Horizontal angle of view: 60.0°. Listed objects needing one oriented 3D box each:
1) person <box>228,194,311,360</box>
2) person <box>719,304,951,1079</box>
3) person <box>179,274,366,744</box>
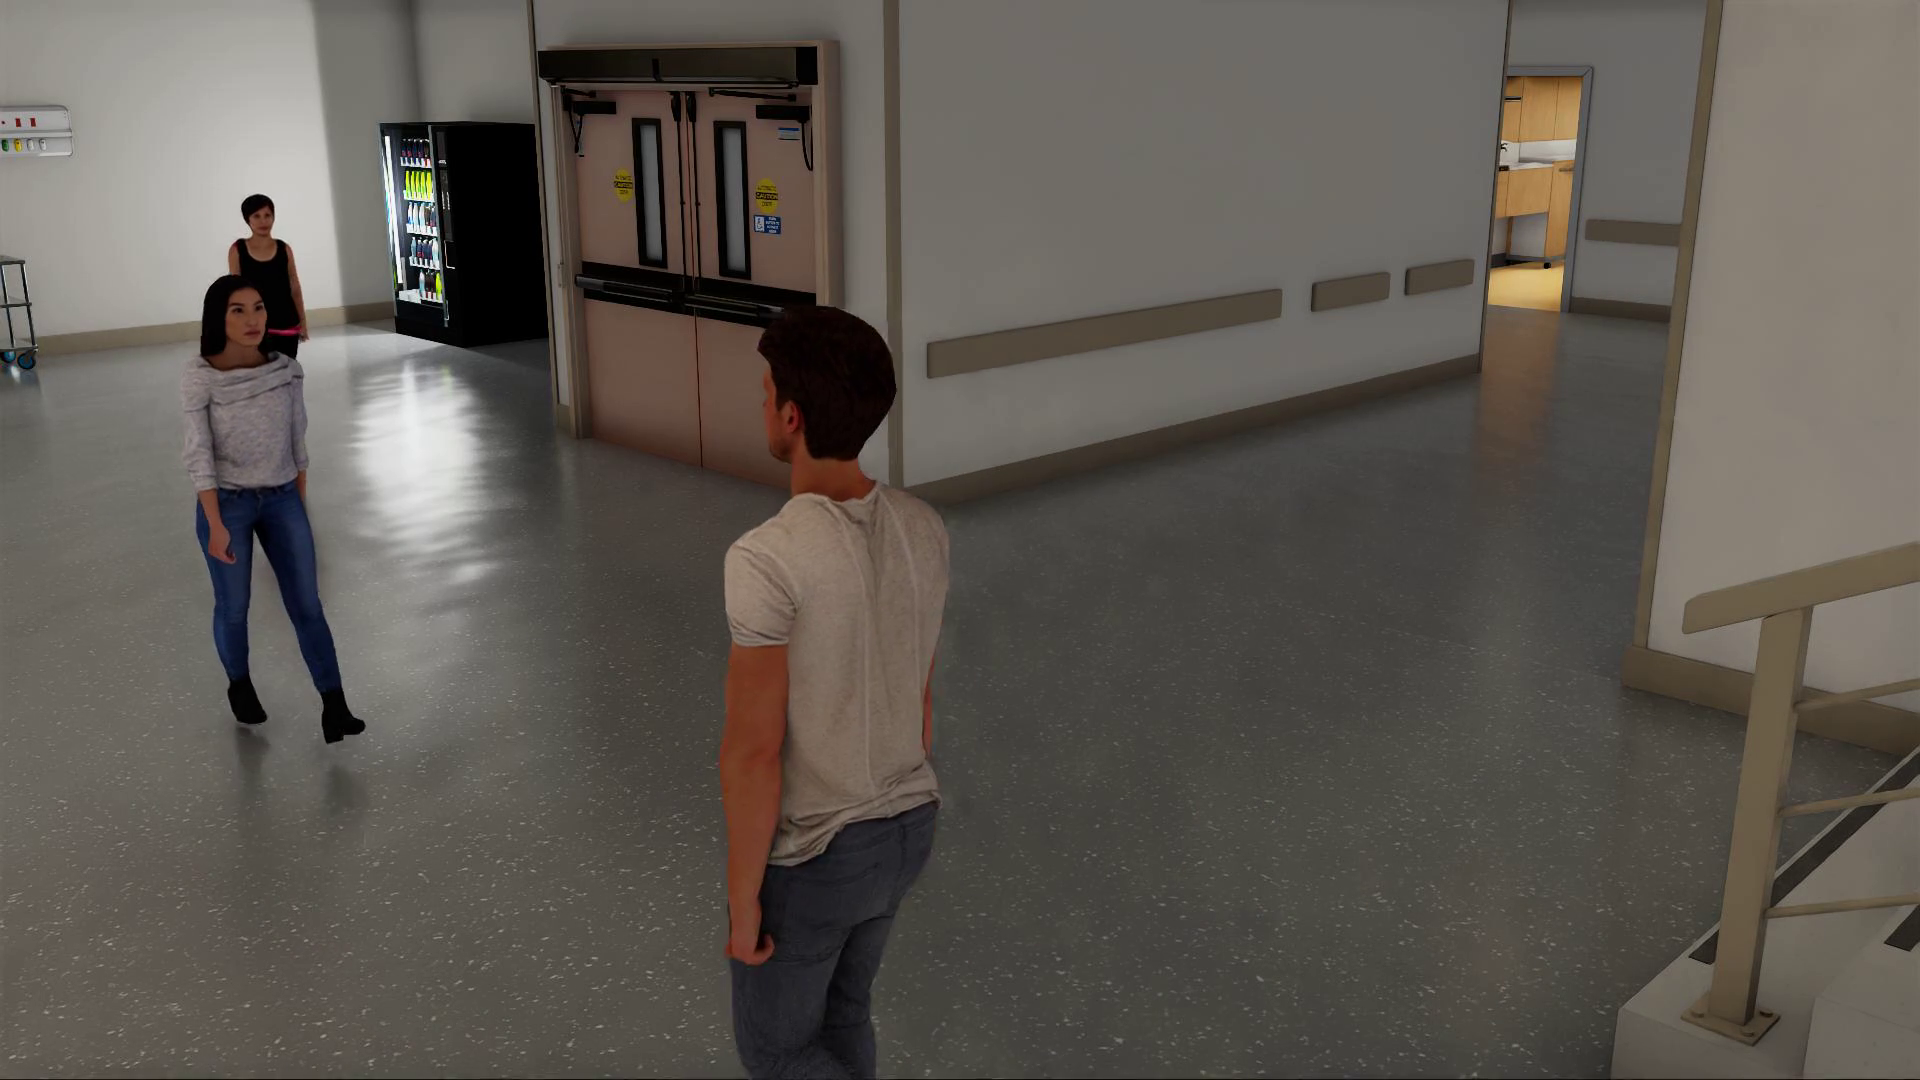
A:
[{"bbox_3d":[-4.302,-1.358,10.307,0.583,1.543,0.643,-12,20,-37],"label":"person"},{"bbox_3d":[-0.156,0.552,2.906,0.985,1.882,0.713,13,20,38],"label":"person"},{"bbox_3d":[-2.475,-0.084,5.699,0.600,1.591,0.963,-15,21,-42],"label":"person"}]
